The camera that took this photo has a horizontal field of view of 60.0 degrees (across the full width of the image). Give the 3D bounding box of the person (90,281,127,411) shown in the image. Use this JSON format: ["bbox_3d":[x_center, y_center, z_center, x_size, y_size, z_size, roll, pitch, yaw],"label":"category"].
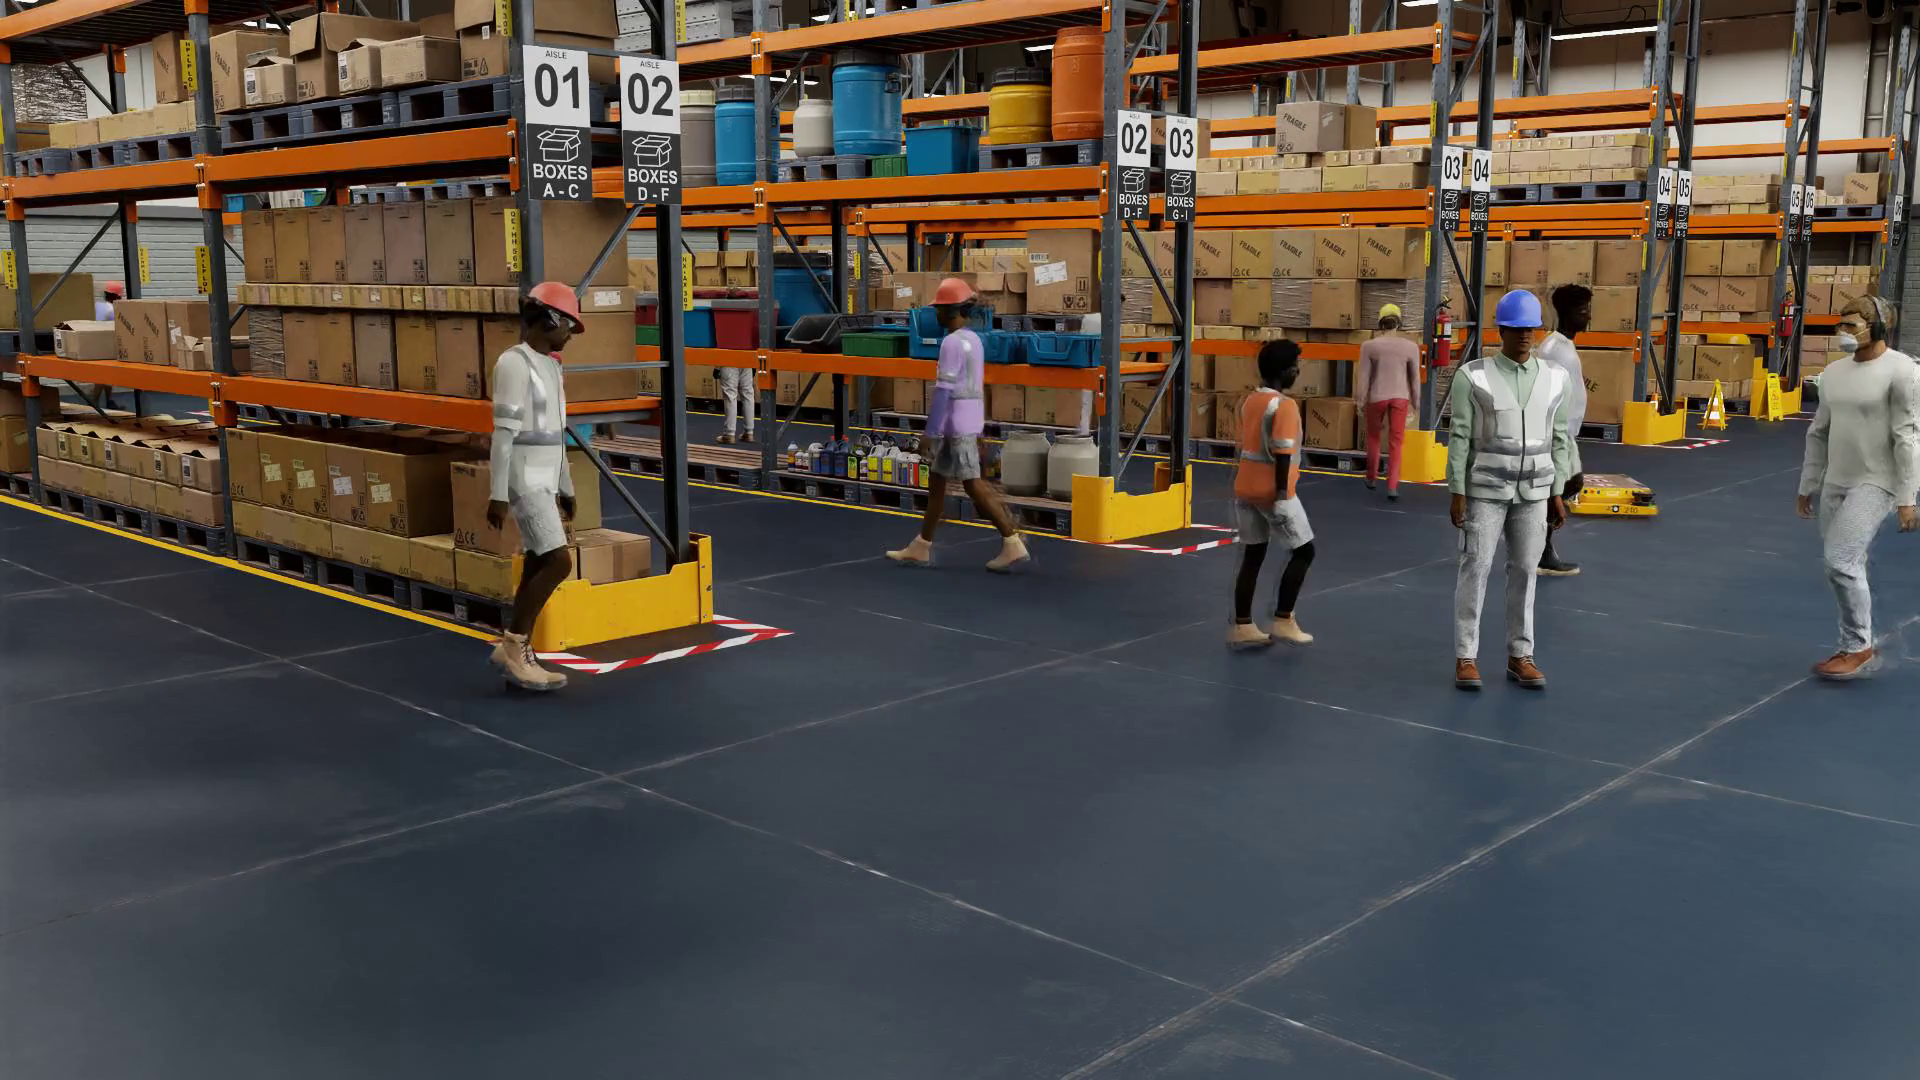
[{"bbox_3d":[-11.961,-2.684,23.335,0.573,1.874,0.756,4,10,23],"label":"person"}]

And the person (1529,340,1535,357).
[{"bbox_3d":[6.638,-2.038,19.991,0.567,1.685,0.542,9,13,42],"label":"person"}]

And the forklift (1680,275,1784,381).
[{"bbox_3d":[12.480,-3.427,27.053,1.214,2.155,2.313,9,13,43],"label":"forklift"}]

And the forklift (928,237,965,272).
[{"bbox_3d":[-0.326,-5.817,39.609,1.129,2.768,1.873,9,13,43],"label":"forklift"}]

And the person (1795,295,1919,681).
[{"bbox_3d":[4.392,-0.242,8.225,0.523,1.918,0.655,-2,9,-10],"label":"person"}]

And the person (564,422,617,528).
[{"bbox_3d":[-2.816,-0.879,12.485,0.885,1.808,0.585,7,11,35],"label":"person"}]

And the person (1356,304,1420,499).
[{"bbox_3d":[3.876,-1.264,15.081,0.548,1.725,0.856,2,9,11],"label":"person"}]

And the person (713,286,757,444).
[{"bbox_3d":[-2.665,-2.072,19.687,0.629,1.846,0.429,-9,13,-42],"label":"person"}]

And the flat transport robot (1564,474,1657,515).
[{"bbox_3d":[5.558,-0.413,14.457,0.652,0.197,1.431,2,9,10],"label":"flat transport robot"}]

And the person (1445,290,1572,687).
[{"bbox_3d":[2.690,-0.246,8.176,0.605,1.948,0.387,-1,9,-4],"label":"person"}]

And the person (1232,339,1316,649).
[{"bbox_3d":[1.720,-0.240,8.948,0.557,1.671,0.551,-3,10,-18],"label":"person"}]

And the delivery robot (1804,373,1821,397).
[{"bbox_3d":[13.441,-2.436,25.703,0.707,0.478,0.477,-2,9,-10],"label":"delivery robot"}]

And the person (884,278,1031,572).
[{"bbox_3d":[0.013,-0.776,11.311,1.037,2.001,0.613,2,9,10],"label":"person"}]

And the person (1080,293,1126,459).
[{"bbox_3d":[1.470,-1.789,18.030,0.657,1.831,0.332,5,11,29],"label":"person"}]

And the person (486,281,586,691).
[{"bbox_3d":[-2.056,-0.257,8.111,0.438,1.987,0.696,1,9,4],"label":"person"}]

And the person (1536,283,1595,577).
[{"bbox_3d":[4.016,-0.736,11.147,0.422,1.952,0.634,3,10,17],"label":"person"}]
